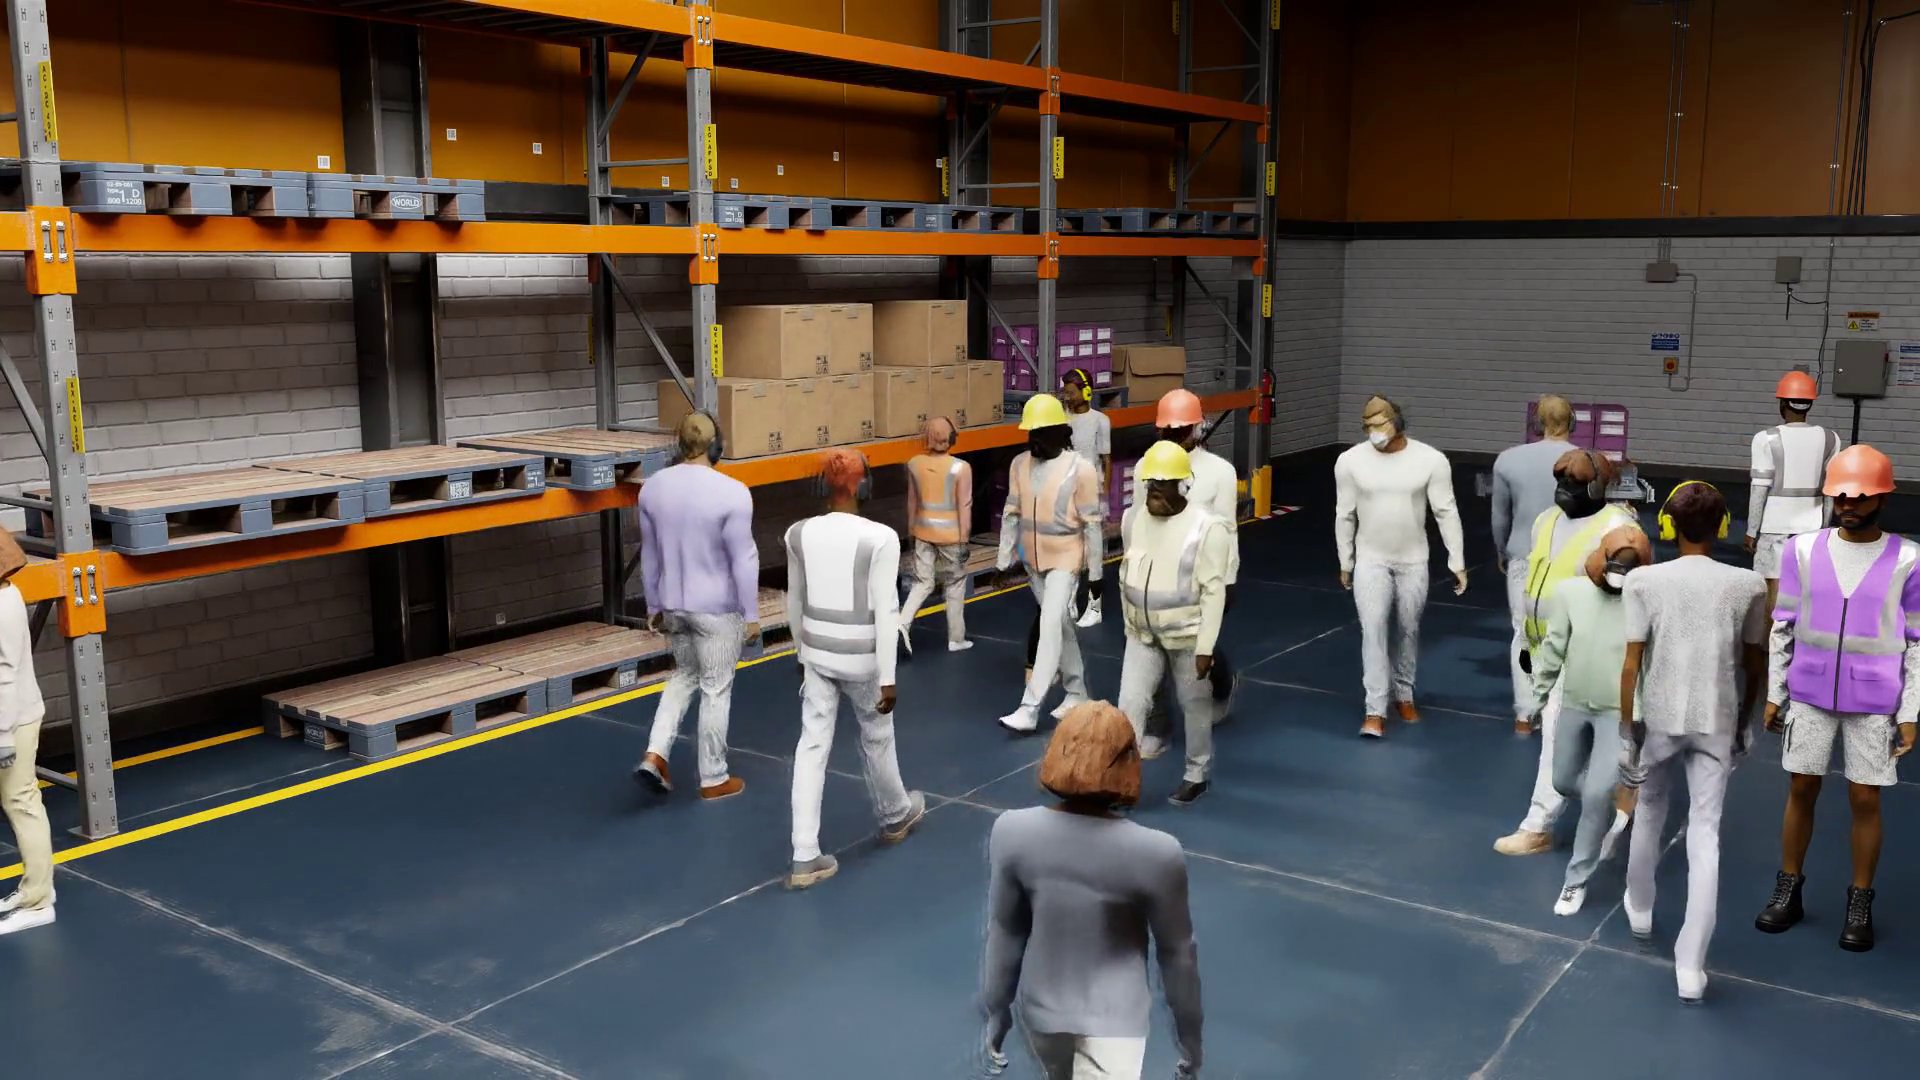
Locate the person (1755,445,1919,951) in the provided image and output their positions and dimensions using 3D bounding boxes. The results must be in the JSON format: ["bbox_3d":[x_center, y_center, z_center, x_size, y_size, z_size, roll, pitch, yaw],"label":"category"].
[{"bbox_3d":[3.382,0.599,6.378,0.552,1.937,0.356,8,12,38],"label":"person"}]

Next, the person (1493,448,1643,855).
[{"bbox_3d":[2.794,0.482,7.457,0.849,1.814,0.635,-3,10,-19],"label":"person"}]

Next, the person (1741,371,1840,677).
[{"bbox_3d":[5.223,-0.096,10.515,0.548,1.937,0.379,0,10,0],"label":"person"}]

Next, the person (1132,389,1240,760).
[{"bbox_3d":[1.226,0.156,8.961,0.627,1.963,0.866,6,11,30],"label":"person"}]

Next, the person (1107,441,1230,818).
[{"bbox_3d":[0.926,0.438,7.767,0.625,1.785,0.902,7,12,38],"label":"person"}]

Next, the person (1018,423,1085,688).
[{"bbox_3d":[0.562,0.087,10.254,0.407,1.665,0.636,1,10,4],"label":"person"}]

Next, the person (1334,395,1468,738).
[{"bbox_3d":[2.428,0.153,9.199,0.734,1.890,0.904,2,10,11],"label":"person"}]

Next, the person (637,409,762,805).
[{"bbox_3d":[-1.259,0.338,7.984,0.642,1.929,0.473,6,11,30],"label":"person"}]

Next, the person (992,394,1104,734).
[{"bbox_3d":[0.440,0.132,9.307,0.944,1.878,0.597,-9,13,-42],"label":"person"}]

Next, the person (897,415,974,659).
[{"bbox_3d":[-0.171,-0.010,10.963,0.524,1.614,0.710,6,11,32],"label":"person"}]

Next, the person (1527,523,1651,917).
[{"bbox_3d":[2.646,0.693,6.785,0.630,1.603,0.553,-9,13,-44],"label":"person"}]

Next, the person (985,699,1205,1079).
[{"bbox_3d":[0.311,1.172,4.035,0.515,1.592,0.876,5,11,29],"label":"person"}]

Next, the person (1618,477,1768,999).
[{"bbox_3d":[2.689,0.689,6.172,0.495,1.829,0.961,4,10,21],"label":"person"}]

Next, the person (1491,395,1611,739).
[{"bbox_3d":[3.315,0.122,9.425,0.621,1.870,1.013,3,10,19],"label":"person"}]

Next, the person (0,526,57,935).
[{"bbox_3d":[-3.761,0.725,6.549,0.283,1.631,0.505,-6,11,-31],"label":"person"}]

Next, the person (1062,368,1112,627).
[{"bbox_3d":[0.866,-0.303,11.977,0.335,1.865,0.521,-9,13,-42],"label":"person"}]

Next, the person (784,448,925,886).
[{"bbox_3d":[-0.483,0.510,7.223,0.605,1.827,1.002,5,11,26],"label":"person"}]
